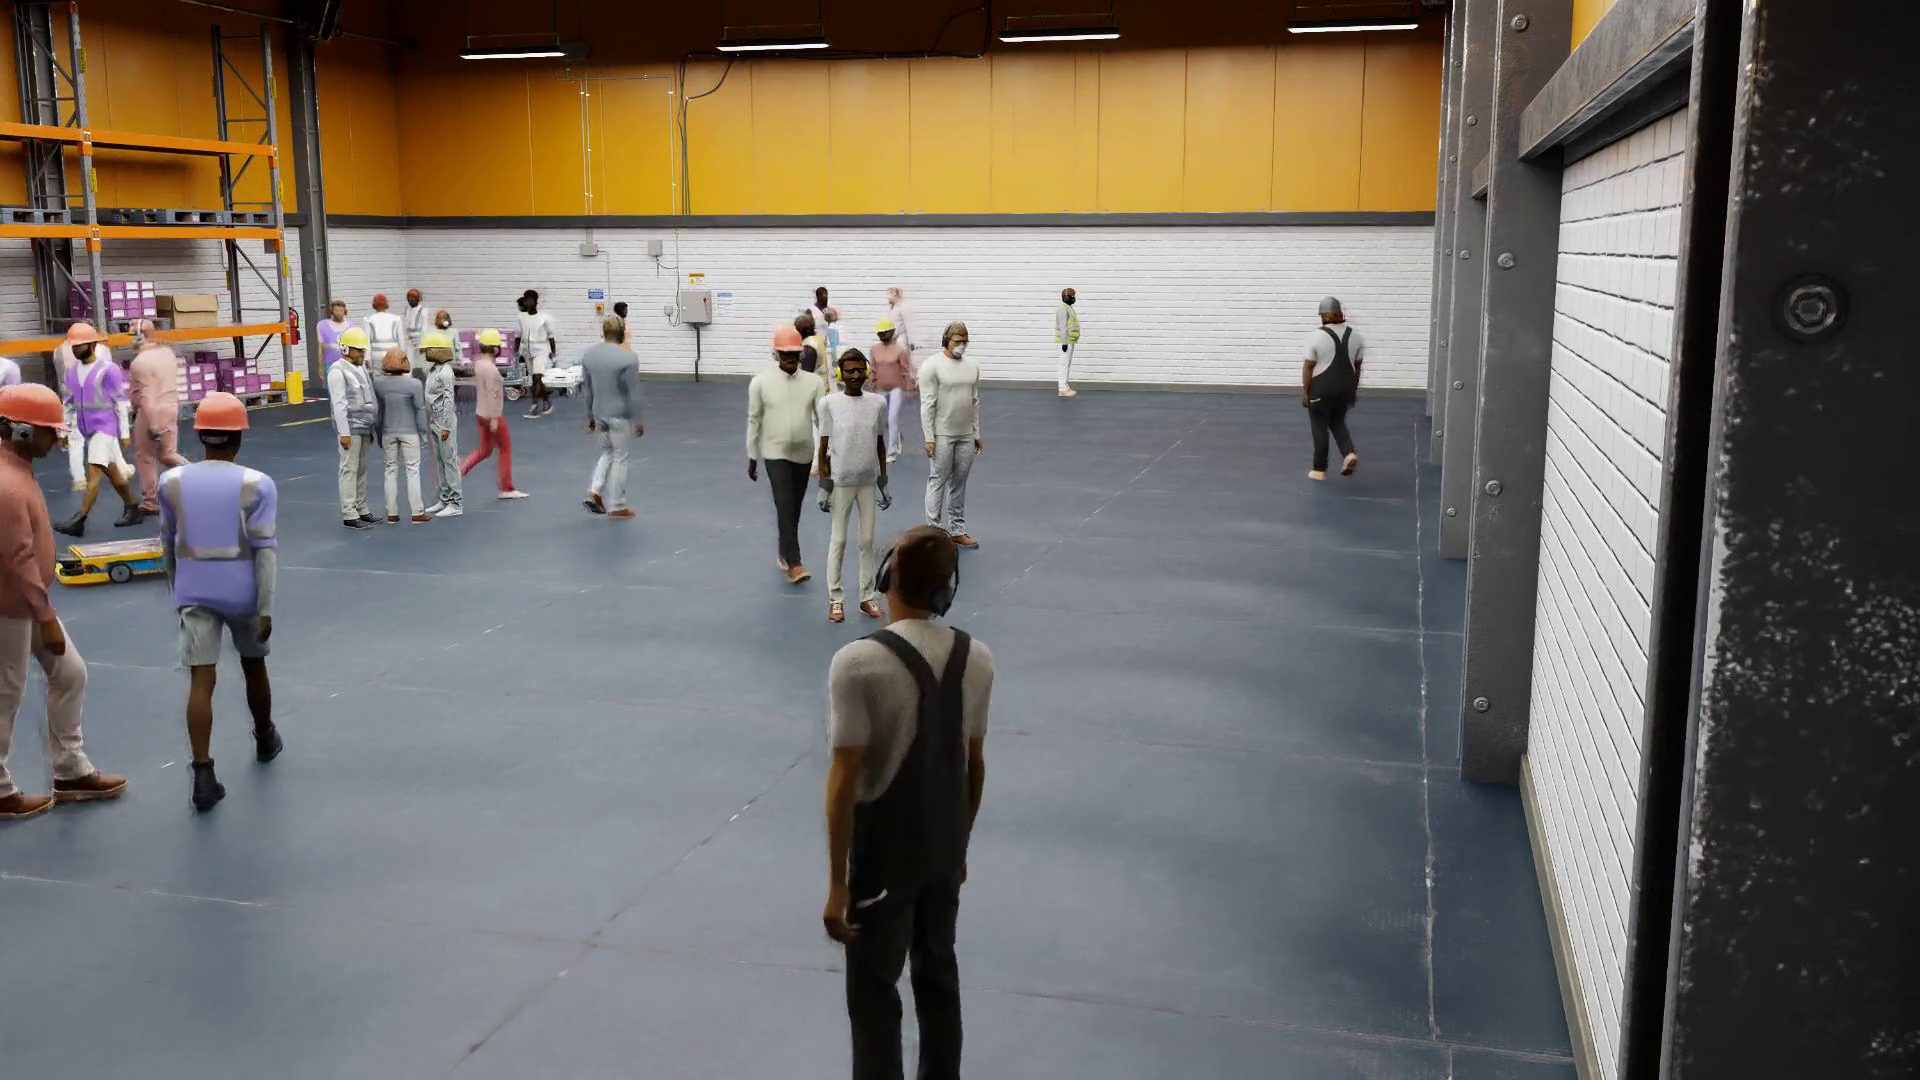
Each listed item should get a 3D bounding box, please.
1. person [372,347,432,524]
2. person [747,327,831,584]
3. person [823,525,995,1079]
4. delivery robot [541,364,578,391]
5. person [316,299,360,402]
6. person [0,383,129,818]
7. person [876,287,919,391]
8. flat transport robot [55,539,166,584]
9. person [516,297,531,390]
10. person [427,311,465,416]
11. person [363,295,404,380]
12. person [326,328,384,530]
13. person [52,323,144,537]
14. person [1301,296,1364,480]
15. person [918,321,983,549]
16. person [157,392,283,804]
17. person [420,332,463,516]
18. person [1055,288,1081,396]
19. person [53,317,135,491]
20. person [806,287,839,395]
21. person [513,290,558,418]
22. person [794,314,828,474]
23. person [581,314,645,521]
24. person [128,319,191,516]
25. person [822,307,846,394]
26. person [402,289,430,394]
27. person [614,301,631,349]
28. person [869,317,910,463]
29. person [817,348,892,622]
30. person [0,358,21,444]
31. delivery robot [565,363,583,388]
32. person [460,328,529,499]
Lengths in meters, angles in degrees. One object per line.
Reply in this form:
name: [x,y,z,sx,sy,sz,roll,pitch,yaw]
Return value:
person: [-5.153,-0.958,15.338,0.507,1.637,0.276,1,10,3]
person: [-1.290,-0.664,12.799,0.641,1.939,1.018,-4,11,-22]
person: [-0.197,0.883,4.451,0.714,1.803,0.392,-8,13,-39]
delivery robot: [-6.853,-2.738,28.195,0.707,0.478,0.477,0,10,1]
person: [-8.537,-2.395,22.897,0.597,1.830,0.440,-4,11,-19]
person: [-4.078,0.281,7.379,0.760,1.953,0.641,-4,11,-22]
person: [-1.001,-3.508,29.194,1.004,1.858,0.693,-4,11,-23]
flat transport robot: [-6.294,0.127,13.040,1.431,0.197,0.652,-7,12,-35]
person: [-7.690,-3.475,29.475,0.632,1.656,0.597,-5,11,-27]
person: [-7.888,-2.712,25.396,0.510,1.588,0.885,-10,14,-44]
person: [-8.685,-2.784,25.122,0.595,1.837,0.993,-5,11,-25]
person: [-5.478,-1.011,15.095,0.403,1.822,0.588,0,10,2]
person: [-7.730,-0.989,14.815,0.566,1.877,1.032,4,11,21]
person: [4.037,-1.672,18.216,0.679,2.000,0.569,-4,11,-20]
person: [-0.064,-0.868,13.973,0.627,1.934,0.371,-9,13,-41]
person: [-3.474,0.248,7.837,0.546,1.881,1.042,-2,10,-12]
person: [-4.941,-1.098,15.812,0.294,1.744,0.487,-6,12,-33]
person: [1.847,-3.389,28.504,0.428,1.842,0.635,2,10,12]
person: [-9.220,-1.458,17.677,0.646,1.793,0.938,0,10,0]
person: [-2.430,-3.418,28.653,1.032,1.870,0.610,6,12,33]
person: [-6.387,-2.817,25.071,0.621,1.920,1.012,3,10,17]
person: [-1.709,-1.655,18.814,0.431,1.814,0.762,0,10,3]
person: [-3.211,-1.138,15.516,0.626,1.927,0.427,6,12,32]
person: [-7.544,-1.158,15.761,0.720,1.881,0.639,1,10,5]
person: [-1.871,-2.818,25.884,0.521,1.615,0.540,2,10,11]
person: [-9.352,-3.382,28.507,0.658,1.823,0.903,7,12,33]
person: [-5.542,-3.008,26.790,0.607,1.677,0.540,2,10,12]
person: [-0.800,-1.799,19.833,0.537,1.735,0.728,5,11,25]
person: [-0.719,-0.377,11.371,0.532,1.870,0.319,-4,11,-22]
person: [-7.821,-0.783,13.246,0.655,2.012,0.835,-2,10,-9]
delivery robot: [-6.602,-2.807,28.586,0.707,0.478,0.477,1,10,4]
person: [-4.770,-1.252,16.683,0.737,1.739,0.531,-7,12,-33]
